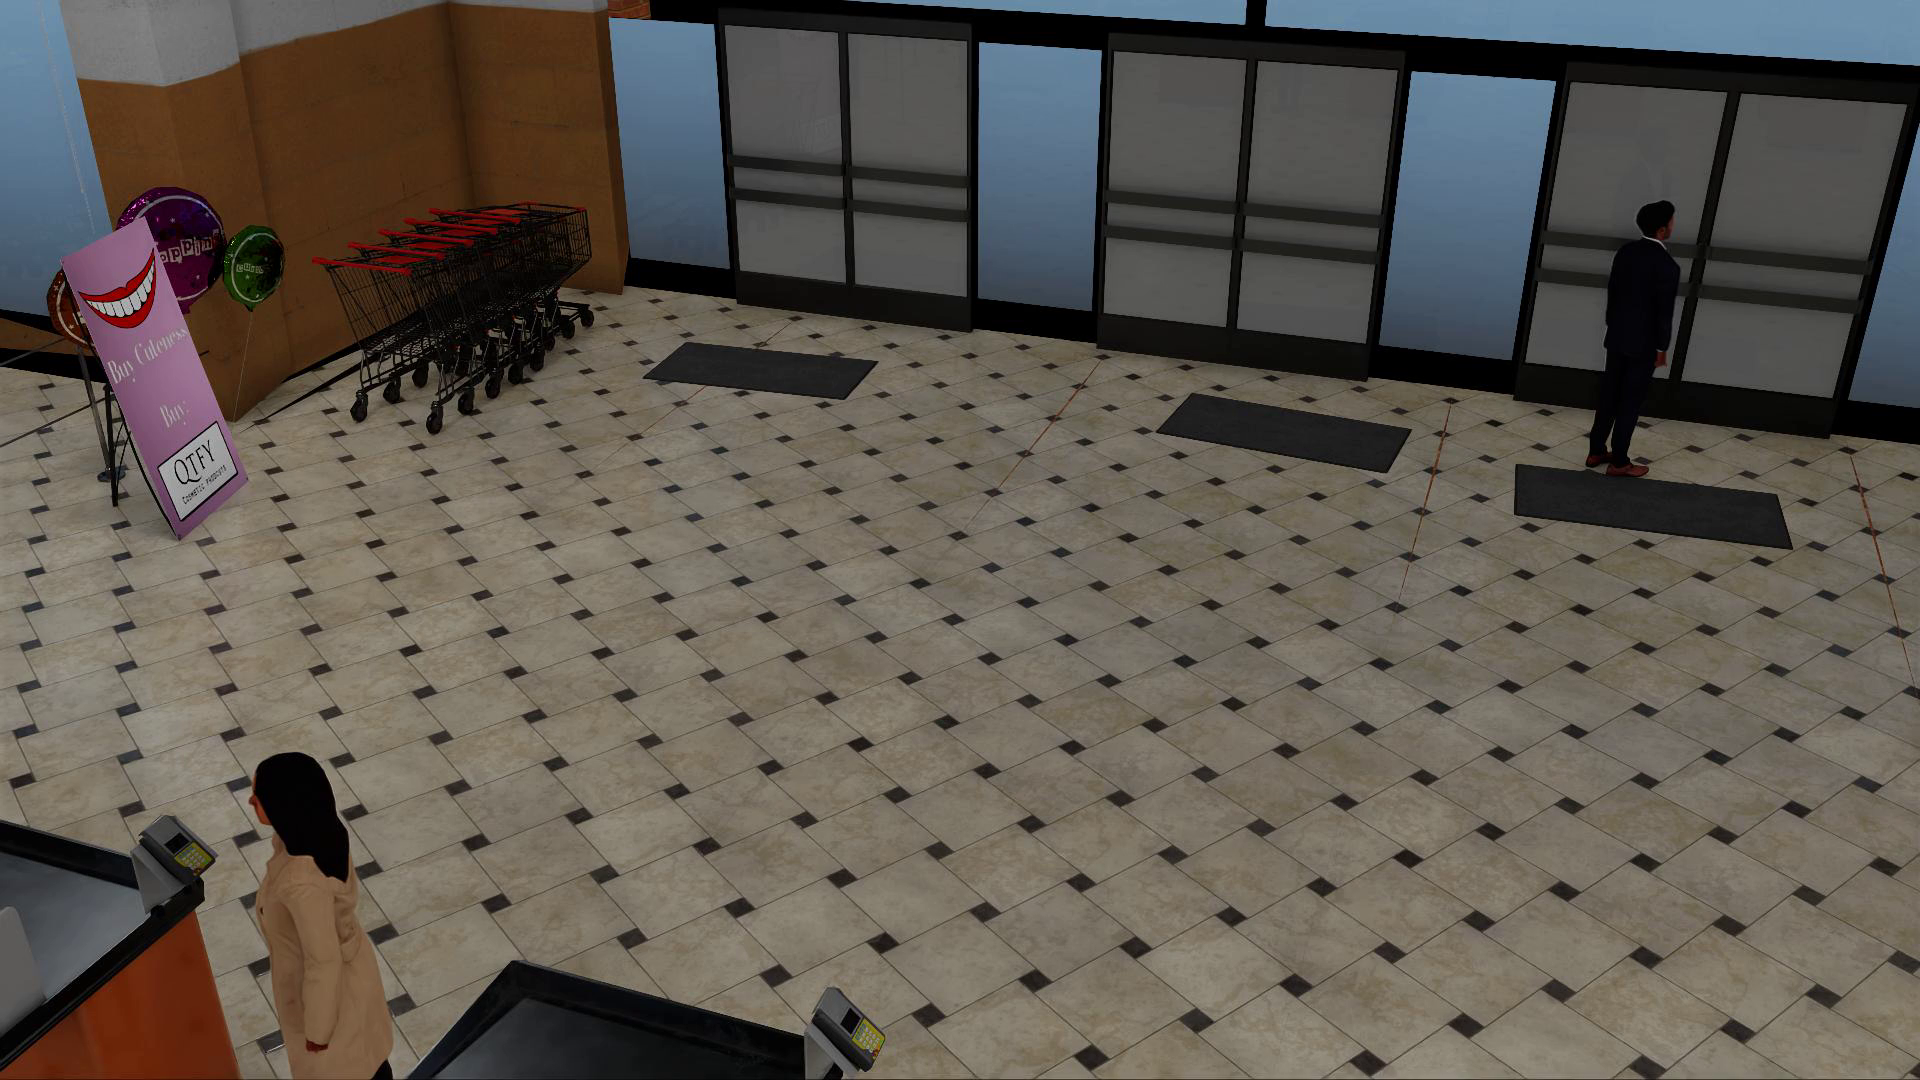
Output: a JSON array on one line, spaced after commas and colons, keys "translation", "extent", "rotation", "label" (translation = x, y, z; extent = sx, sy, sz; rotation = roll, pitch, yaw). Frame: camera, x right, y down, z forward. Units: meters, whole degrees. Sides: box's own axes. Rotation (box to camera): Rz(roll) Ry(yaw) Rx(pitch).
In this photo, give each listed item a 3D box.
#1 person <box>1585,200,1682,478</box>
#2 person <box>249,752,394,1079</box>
[{"translation": [4.102, -1.220, 10.133], "extent": [0.762, 1.727, 0.697], "rotation": [-11, 29, -21], "label": "person"}, {"translation": [-1.909, 1.363, 5.089], "extent": [0.771, 1.682, 0.668], "rotation": [-7, 28, -14], "label": "person"}]
